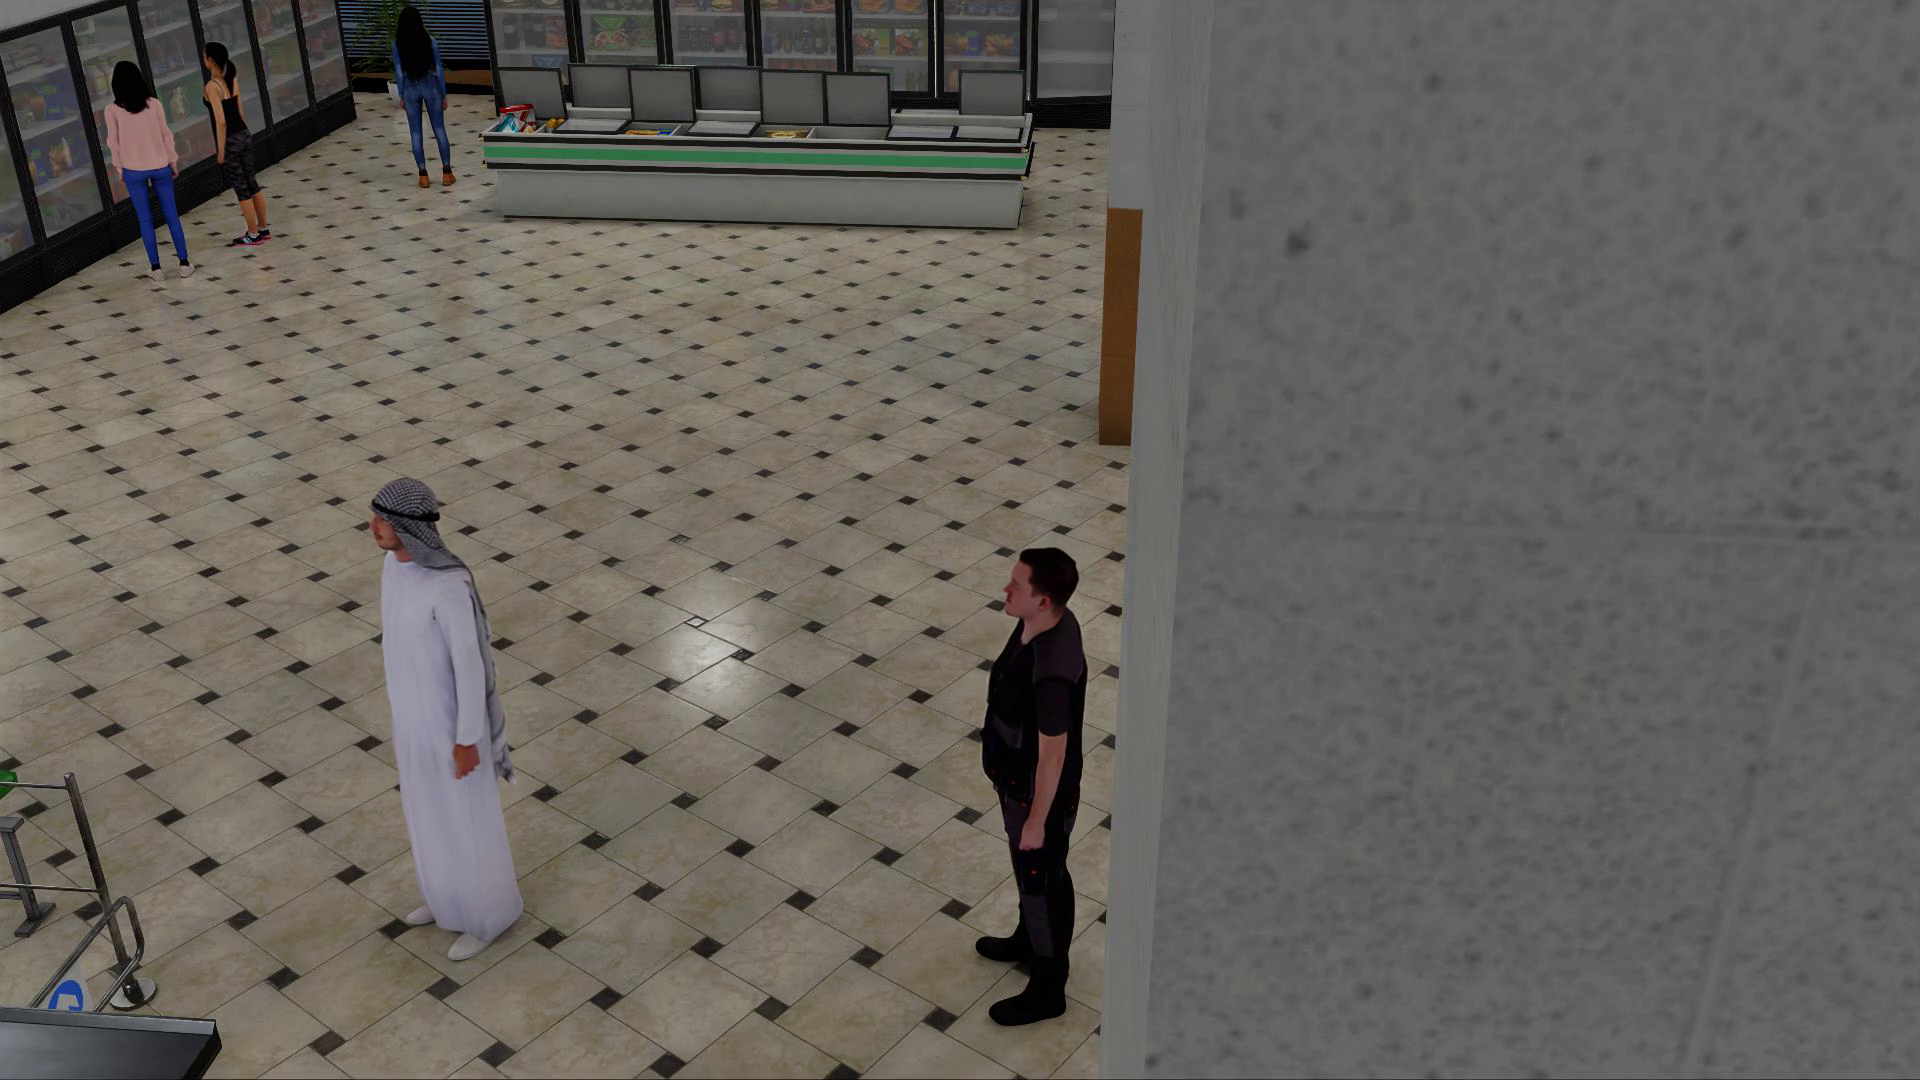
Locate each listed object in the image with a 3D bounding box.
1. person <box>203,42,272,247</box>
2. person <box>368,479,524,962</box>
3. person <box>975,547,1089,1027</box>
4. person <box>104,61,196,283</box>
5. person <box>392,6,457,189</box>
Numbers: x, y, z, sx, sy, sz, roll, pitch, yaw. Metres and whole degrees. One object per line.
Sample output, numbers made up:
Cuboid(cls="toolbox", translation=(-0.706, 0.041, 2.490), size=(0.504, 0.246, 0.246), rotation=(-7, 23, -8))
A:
Cuboid(cls="person", translation=(-6.279, -3.428, 14.409), size=(0.560, 1.730, 0.585), rotation=(5, 27, 10))
Cuboid(cls="person", translation=(-1.916, 0.652, 6.144), size=(0.783, 1.927, 0.860), rotation=(24, 35, 38))
Cuboid(cls="person", translation=(0.272, 0.851, 5.840), size=(0.651, 1.846, 0.753), rotation=(-3, 27, -5))
Cuboid(cls="person", translation=(-6.598, -2.991, 13.503), size=(0.680, 1.769, 0.790), rotation=(-14, 30, -25))
Cuboid(cls="person", translation=(-5.213, -4.296, 16.138), size=(0.572, 1.712, 0.724), rotation=(-7, 28, -13))
